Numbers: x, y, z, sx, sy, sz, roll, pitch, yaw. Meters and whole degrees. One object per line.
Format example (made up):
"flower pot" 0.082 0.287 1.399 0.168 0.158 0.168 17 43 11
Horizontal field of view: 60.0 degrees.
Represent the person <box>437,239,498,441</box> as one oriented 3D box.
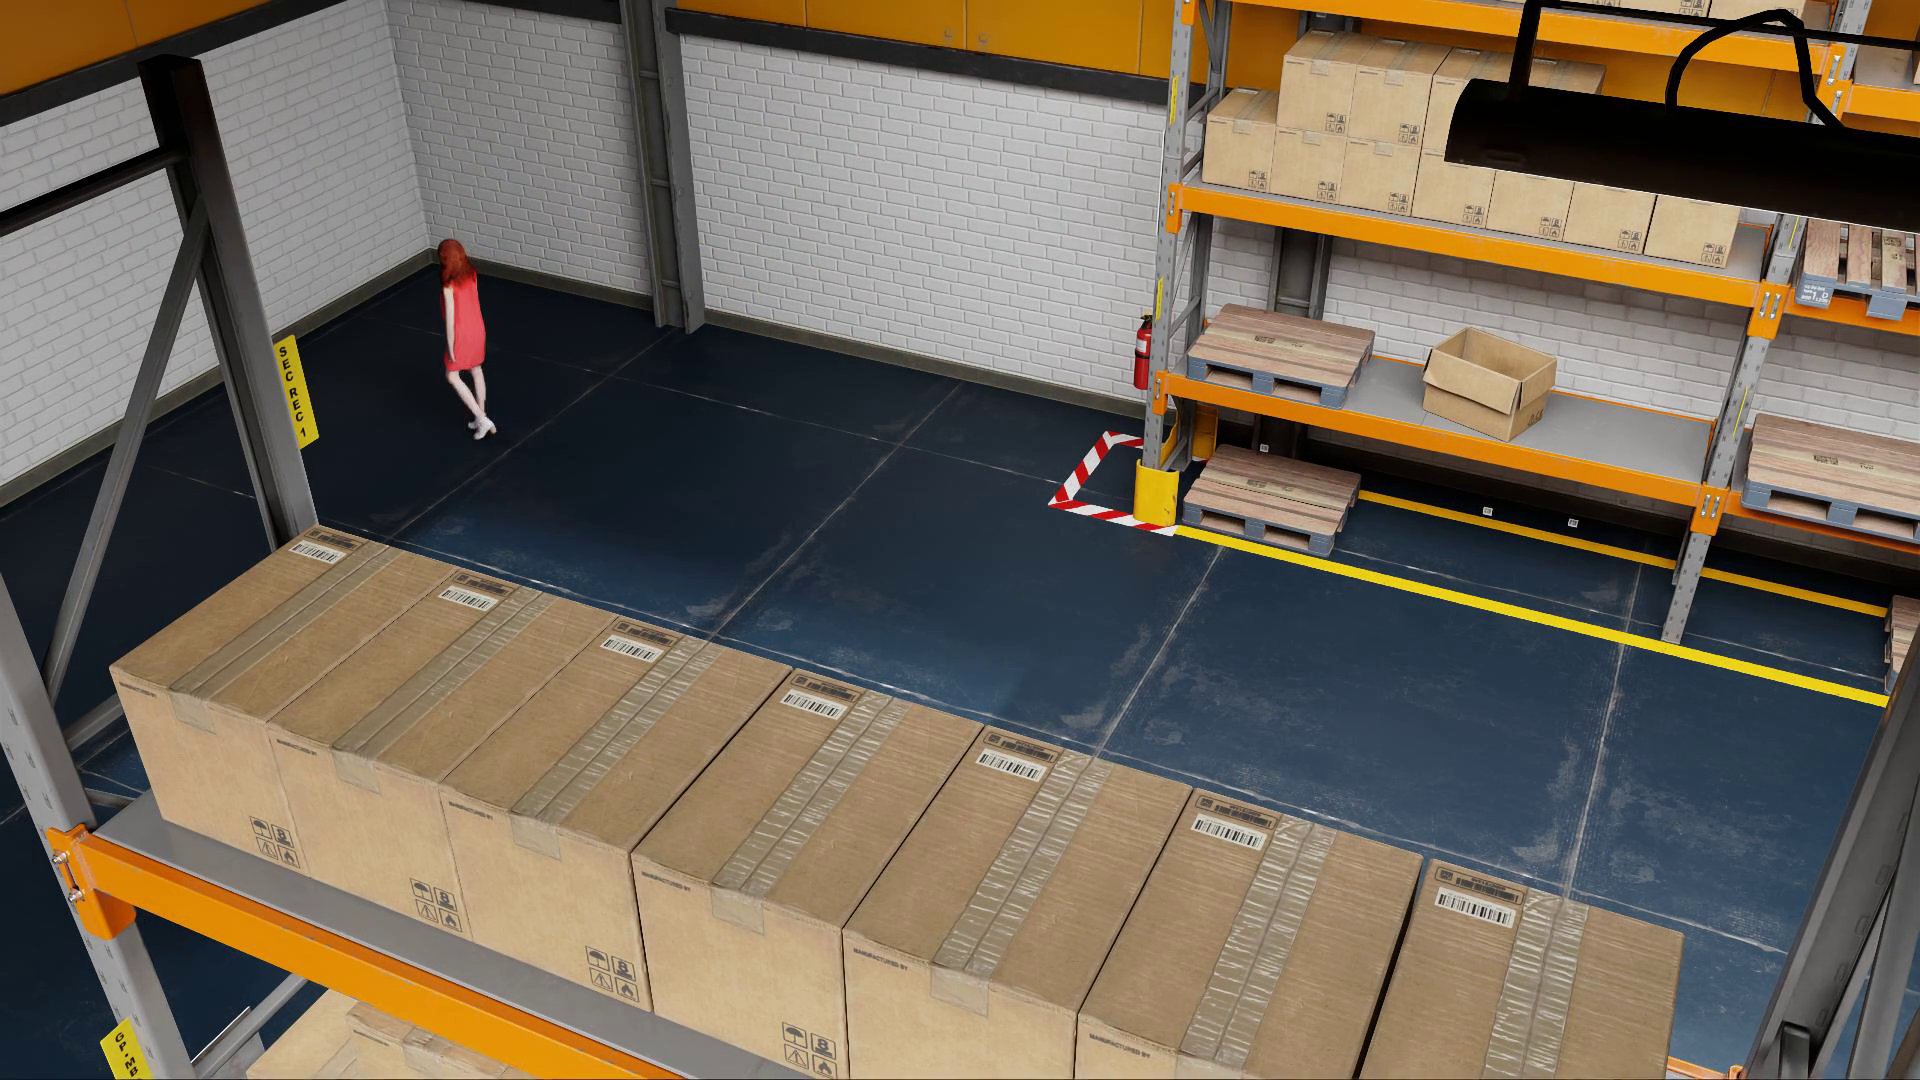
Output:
"person" -4.088 -1.665 13.961 0.635 1.819 0.611 15 36 21
